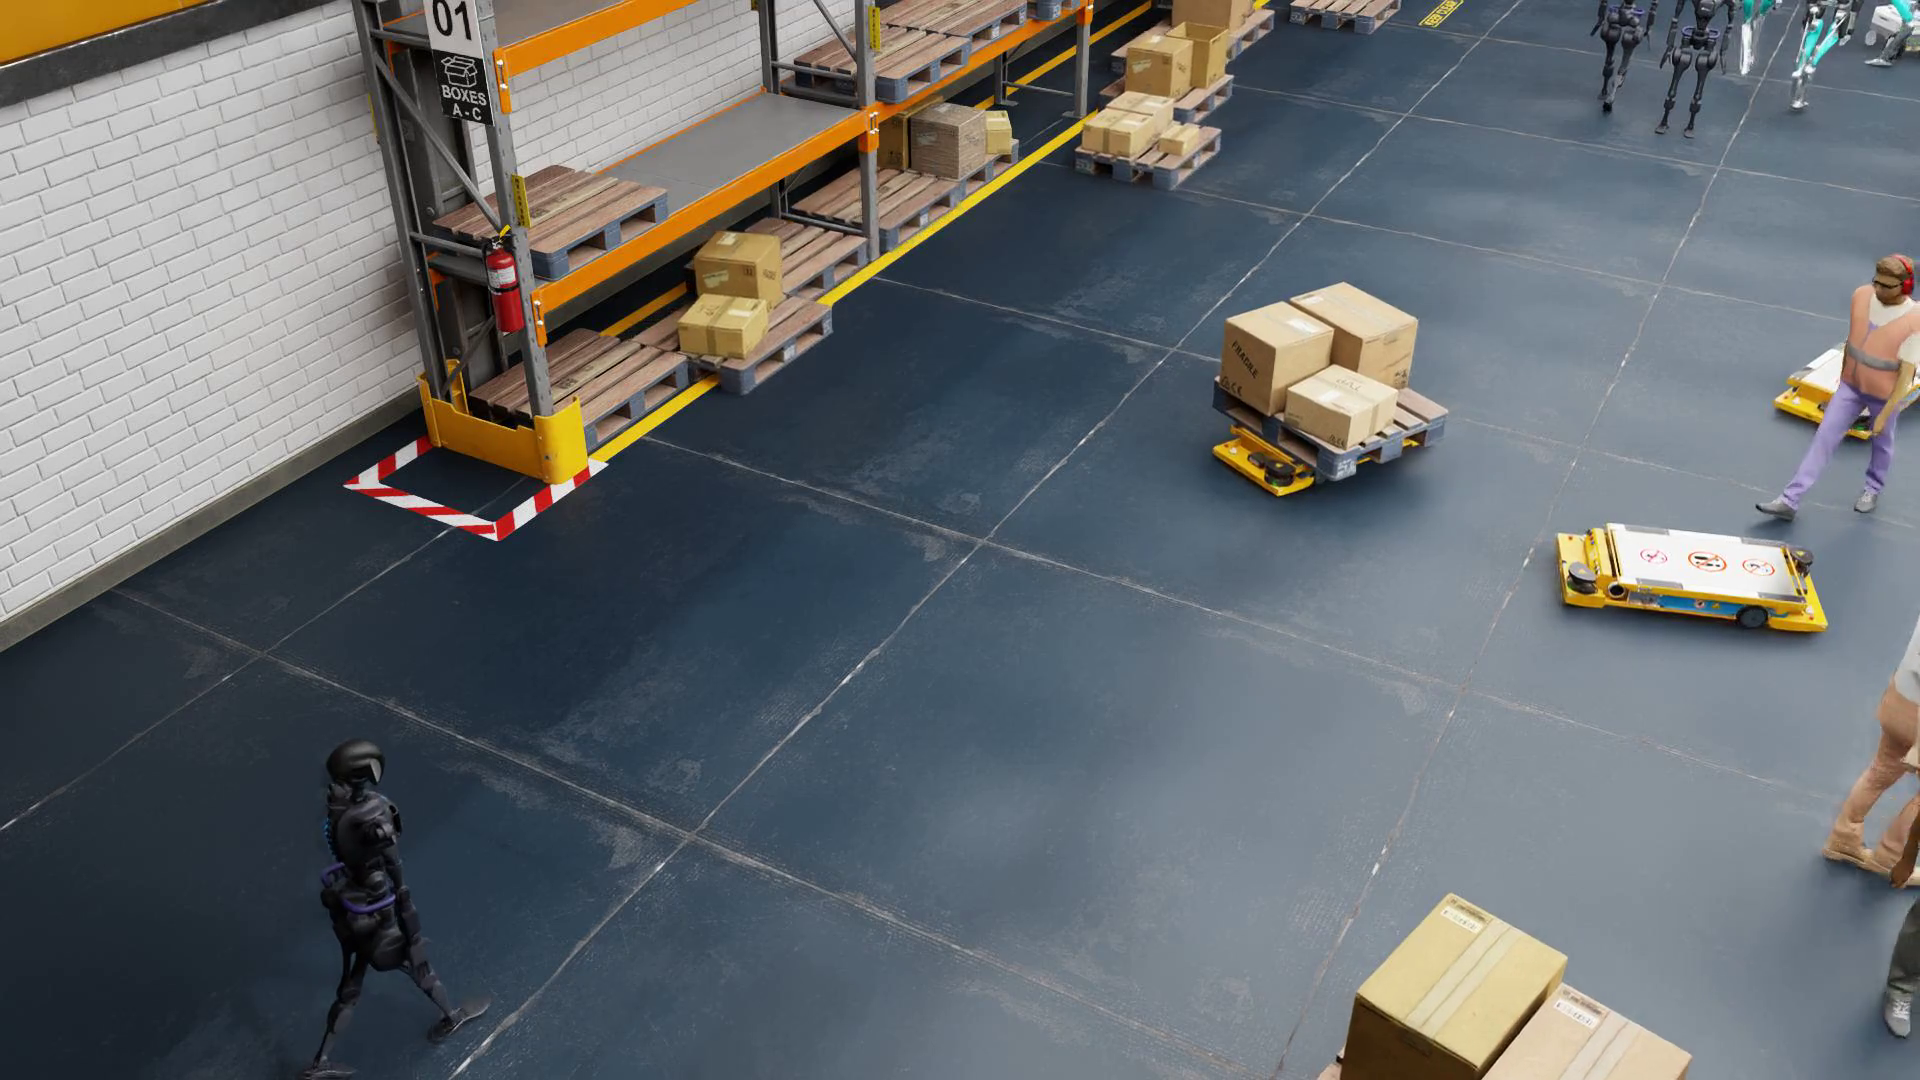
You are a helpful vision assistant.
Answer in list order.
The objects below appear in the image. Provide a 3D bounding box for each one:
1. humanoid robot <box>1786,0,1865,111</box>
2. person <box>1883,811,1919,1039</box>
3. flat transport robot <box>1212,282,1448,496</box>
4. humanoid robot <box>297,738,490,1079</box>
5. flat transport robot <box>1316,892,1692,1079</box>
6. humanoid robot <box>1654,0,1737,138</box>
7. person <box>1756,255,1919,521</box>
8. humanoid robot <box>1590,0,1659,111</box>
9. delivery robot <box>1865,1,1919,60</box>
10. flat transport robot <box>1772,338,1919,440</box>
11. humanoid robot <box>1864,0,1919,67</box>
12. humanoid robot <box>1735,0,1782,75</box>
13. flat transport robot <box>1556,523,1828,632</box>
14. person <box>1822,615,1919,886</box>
[{"bbox_3d":[8.507,-5.023,16.499,0.741,1.875,0.531,-26,41,-33],"label":"humanoid robot"},{"bbox_3d":[4.140,1.294,6.777,0.622,1.823,0.445,8,34,12],"label":"person"},{"bbox_3d":[2.465,-0.699,11.205,1.431,0.231,0.659,-20,38,-27],"label":"flat transport robot"},{"bbox_3d":[-2.409,1.507,6.655,0.788,1.639,0.601,-28,43,-36],"label":"humanoid robot"},{"bbox_3d":[2.102,2.406,6.508,0.659,0.231,1.431,27,42,35],"label":"flat transport robot"},{"bbox_3d":[7.086,-4.706,15.985,0.596,1.653,0.317,15,36,21],"label":"humanoid robot"},{"bbox_3d":[5.522,-0.901,10.139,0.996,1.777,0.595,-15,36,-21],"label":"person"},{"bbox_3d":[6.646,-5.172,16.734,0.603,1.638,0.714,20,39,28],"label":"humanoid robot"},{"bbox_3d":[10.476,-5.659,18.462,0.499,0.608,0.786,-5,34,-8],"label":"delivery robot"},{"bbox_3d":[6.462,-1.130,11.857,1.431,0.231,0.659,-26,42,-34],"label":"flat transport robot"},{"bbox_3d":[10.159,-5.938,17.840,0.529,1.836,0.703,-16,37,-22],"label":"humanoid robot"},{"bbox_3d":[8.544,-5.892,17.758,0.554,1.789,0.942,15,36,21],"label":"humanoid robot"},{"bbox_3d":[4.303,0.213,9.826,1.431,0.231,0.659,7,34,10],"label":"flat transport robot"},{"bbox_3d":[4.433,0.836,7.566,0.586,1.717,0.501,8,34,12],"label":"person"}]
